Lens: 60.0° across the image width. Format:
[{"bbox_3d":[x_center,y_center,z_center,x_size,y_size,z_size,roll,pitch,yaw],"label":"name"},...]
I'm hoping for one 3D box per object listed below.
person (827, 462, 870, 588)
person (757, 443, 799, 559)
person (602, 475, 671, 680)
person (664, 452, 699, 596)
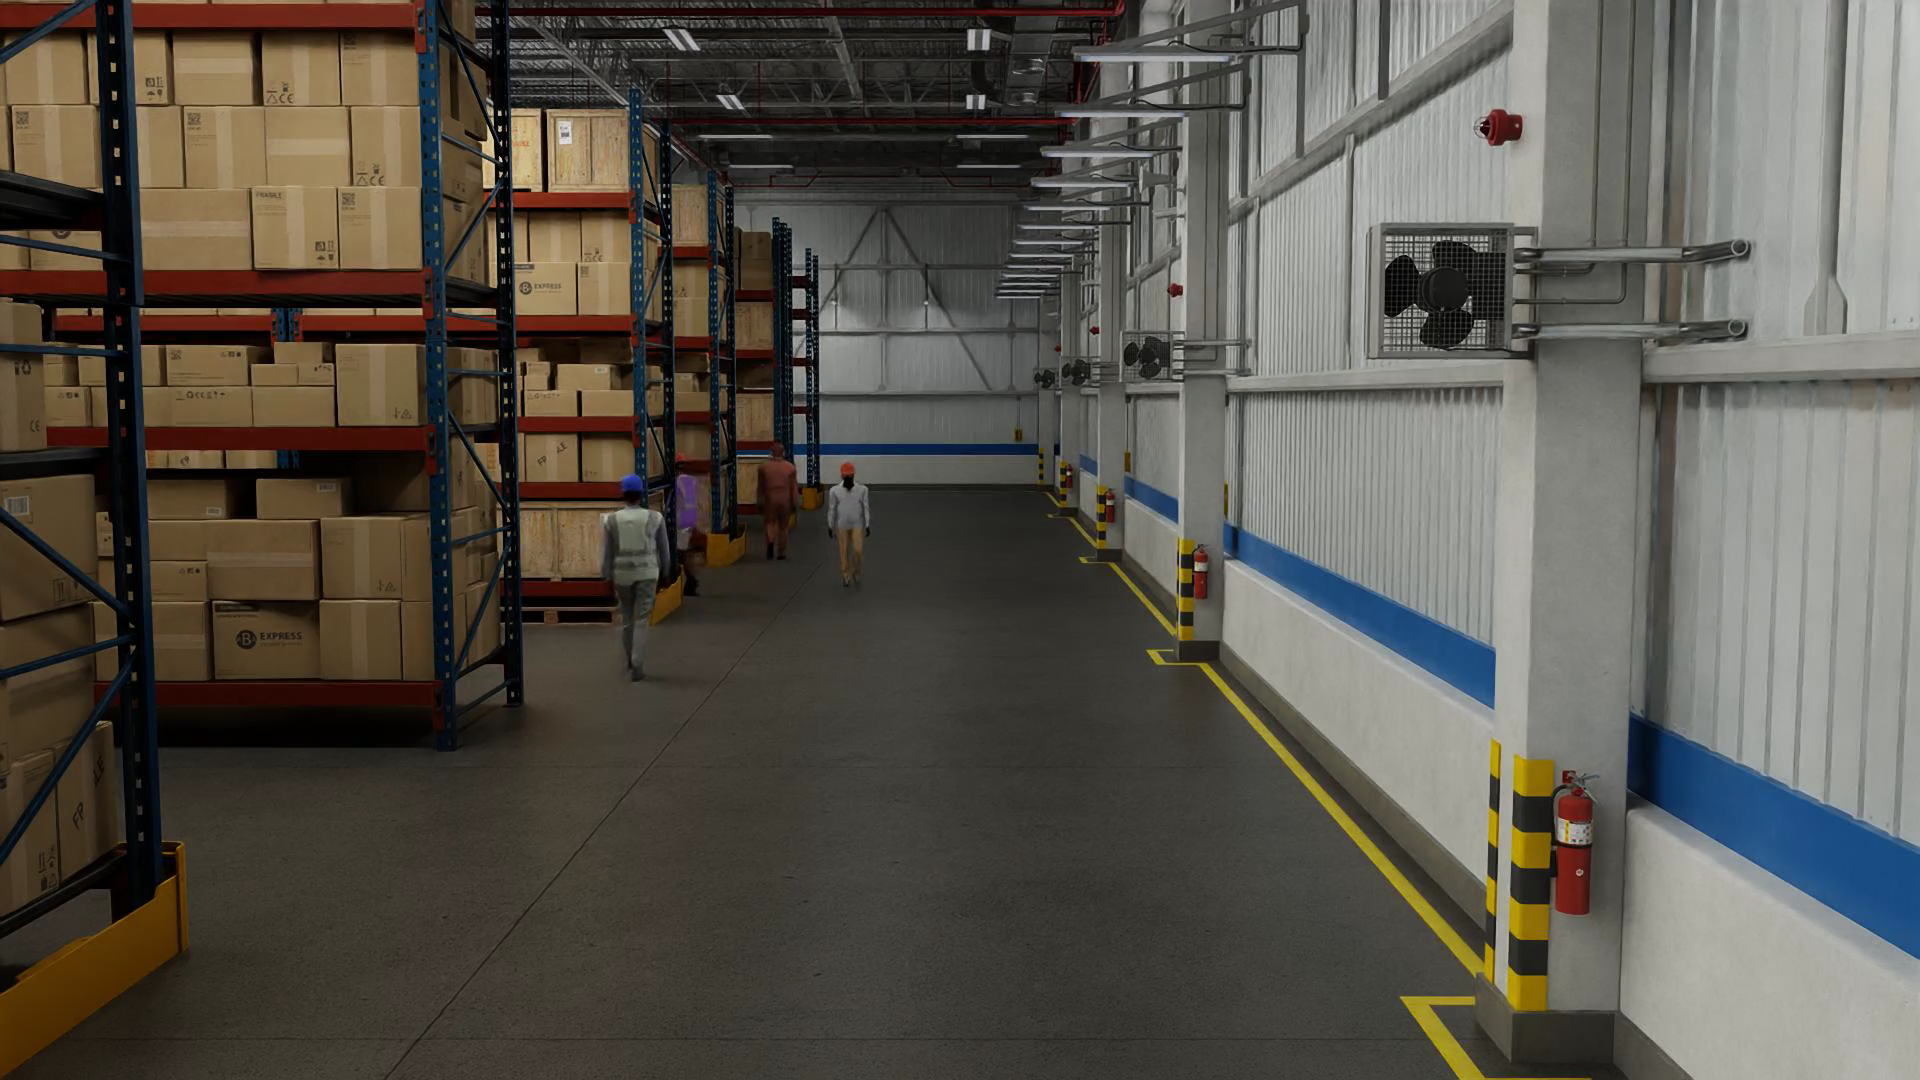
[{"bbox_3d":[-1.526,-0.196,22.776,0.600,1.724,0.710,0,5,-4],"label":"person"},{"bbox_3d":[-2.930,-0.621,26.845,0.665,1.888,0.433,0,5,-2],"label":"person"},{"bbox_3d":[-3.048,0.337,15.691,0.604,1.895,0.985,0,5,2],"label":"person"},{"bbox_3d":[-3.667,-0.205,21.881,0.476,1.905,0.590,2,5,21],"label":"person"}]
